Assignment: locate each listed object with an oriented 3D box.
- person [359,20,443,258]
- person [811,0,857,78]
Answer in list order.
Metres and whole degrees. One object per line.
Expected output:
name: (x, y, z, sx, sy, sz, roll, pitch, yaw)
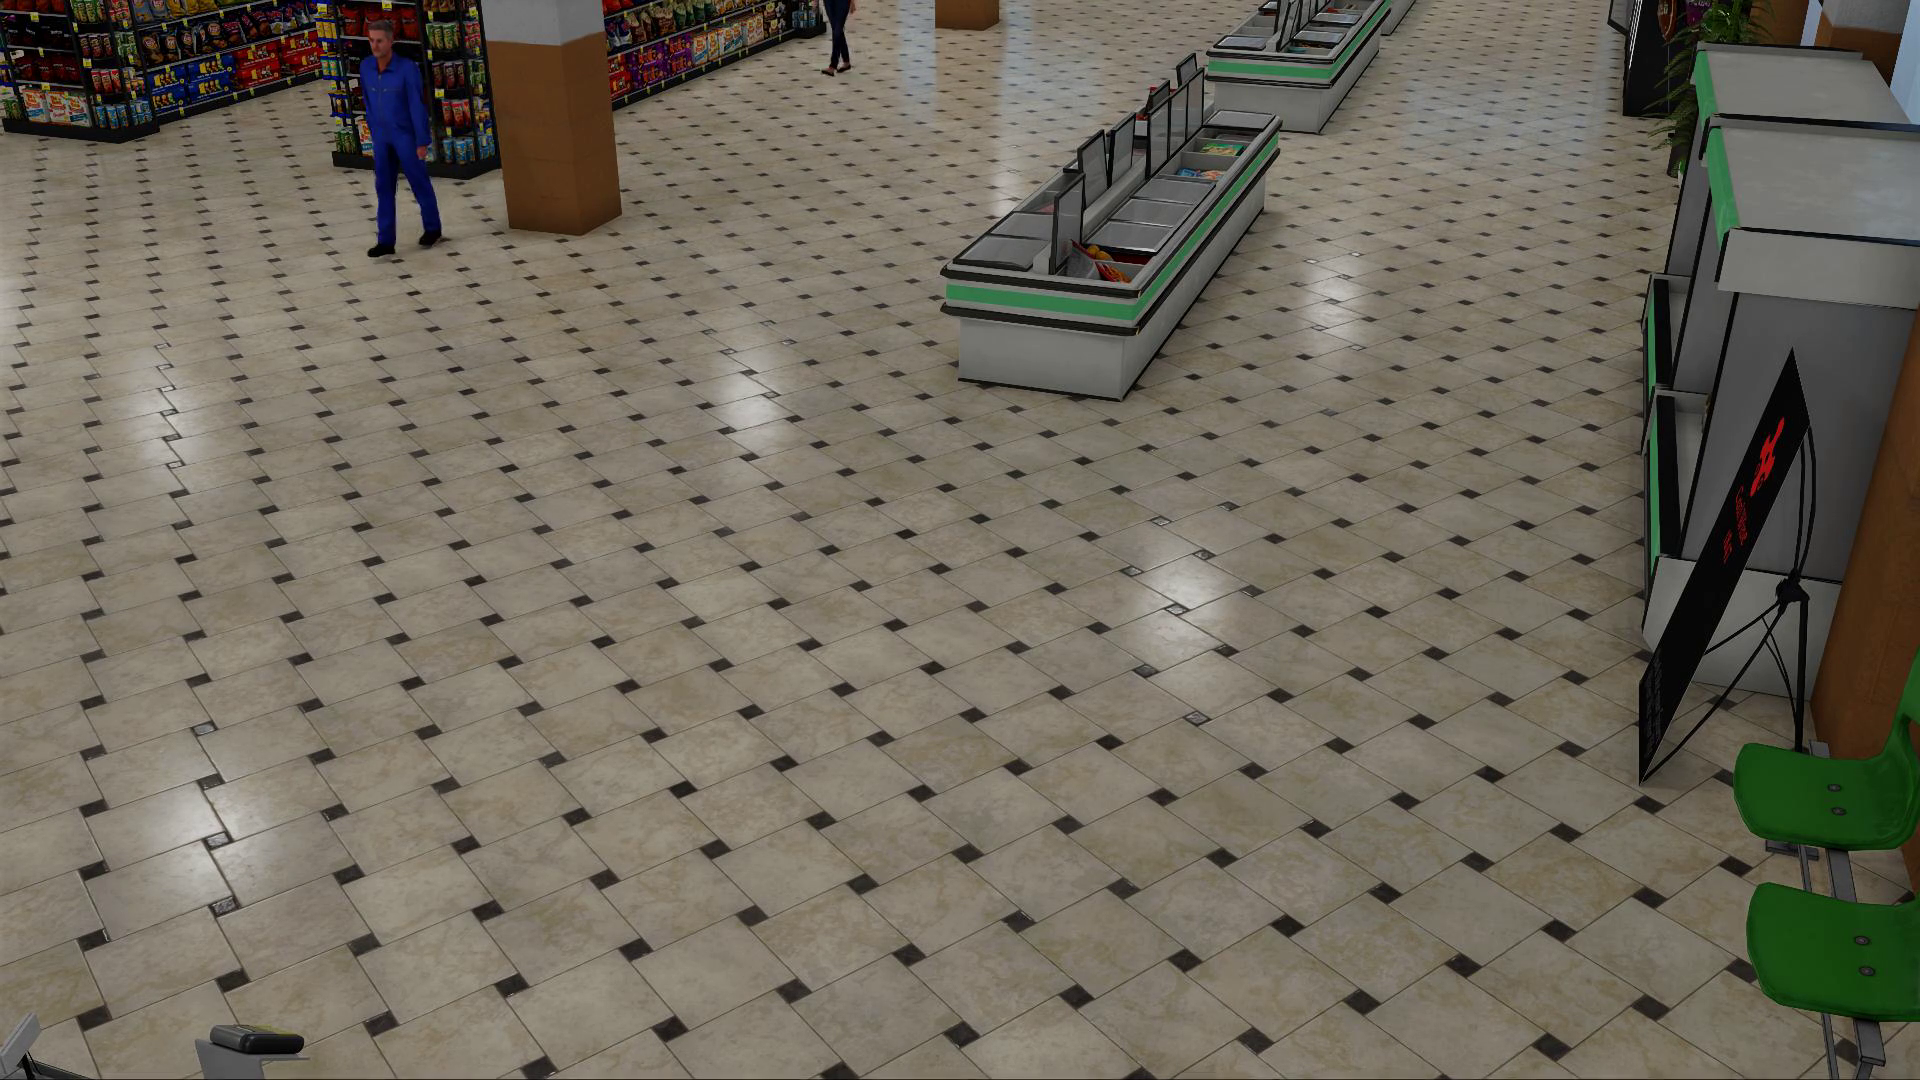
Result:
person: (-4.415, -3.200, 13.225, 0.815, 1.801, 1.023, 7, 28, 14)
person: (-1.401, -6.313, 19.491, 0.709, 1.686, 1.041, 16, 31, 29)
